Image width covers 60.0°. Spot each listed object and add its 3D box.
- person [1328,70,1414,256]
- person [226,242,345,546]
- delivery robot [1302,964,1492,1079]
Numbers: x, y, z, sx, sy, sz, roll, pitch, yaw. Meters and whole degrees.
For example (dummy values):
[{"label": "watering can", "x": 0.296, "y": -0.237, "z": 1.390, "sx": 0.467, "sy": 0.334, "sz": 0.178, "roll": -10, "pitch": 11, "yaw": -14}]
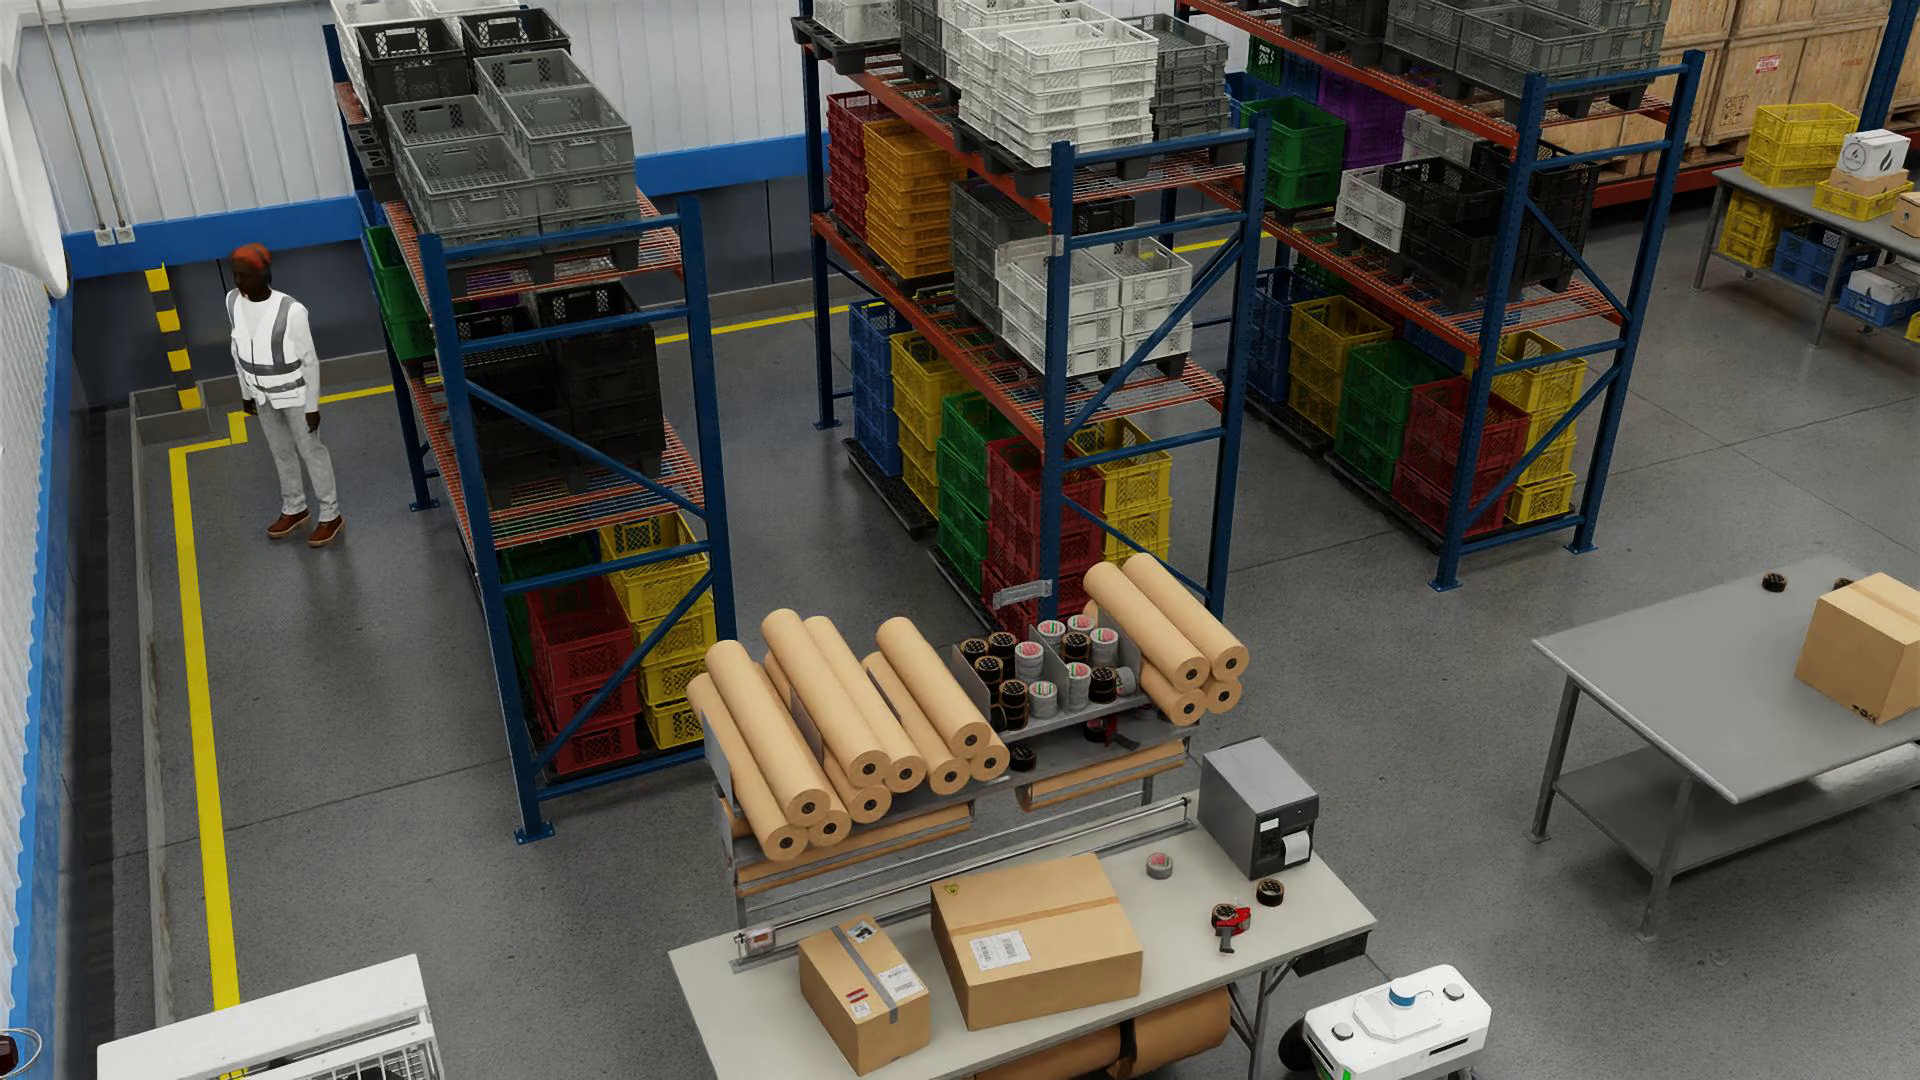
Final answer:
[{"label": "person", "x": 3.359, "y": -3.295, "z": 13.728, "sx": 0.625, "sy": 1.933, "sz": 0.374, "roll": 18, "pitch": 36, "yaw": 27}, {"label": "person", "x": -4.002, "y": -0.847, "z": 9.793, "sx": 0.576, "sy": 1.885, "sz": 0.355, "roll": 12, "pitch": 33, "yaw": 18}, {"label": "delivery robot", "x": 1.699, "y": 1.913, "z": 6.483, "sx": 0.707, "sy": 0.478, "sz": 0.477, "roll": -12, "pitch": 34, "yaw": -19}]
